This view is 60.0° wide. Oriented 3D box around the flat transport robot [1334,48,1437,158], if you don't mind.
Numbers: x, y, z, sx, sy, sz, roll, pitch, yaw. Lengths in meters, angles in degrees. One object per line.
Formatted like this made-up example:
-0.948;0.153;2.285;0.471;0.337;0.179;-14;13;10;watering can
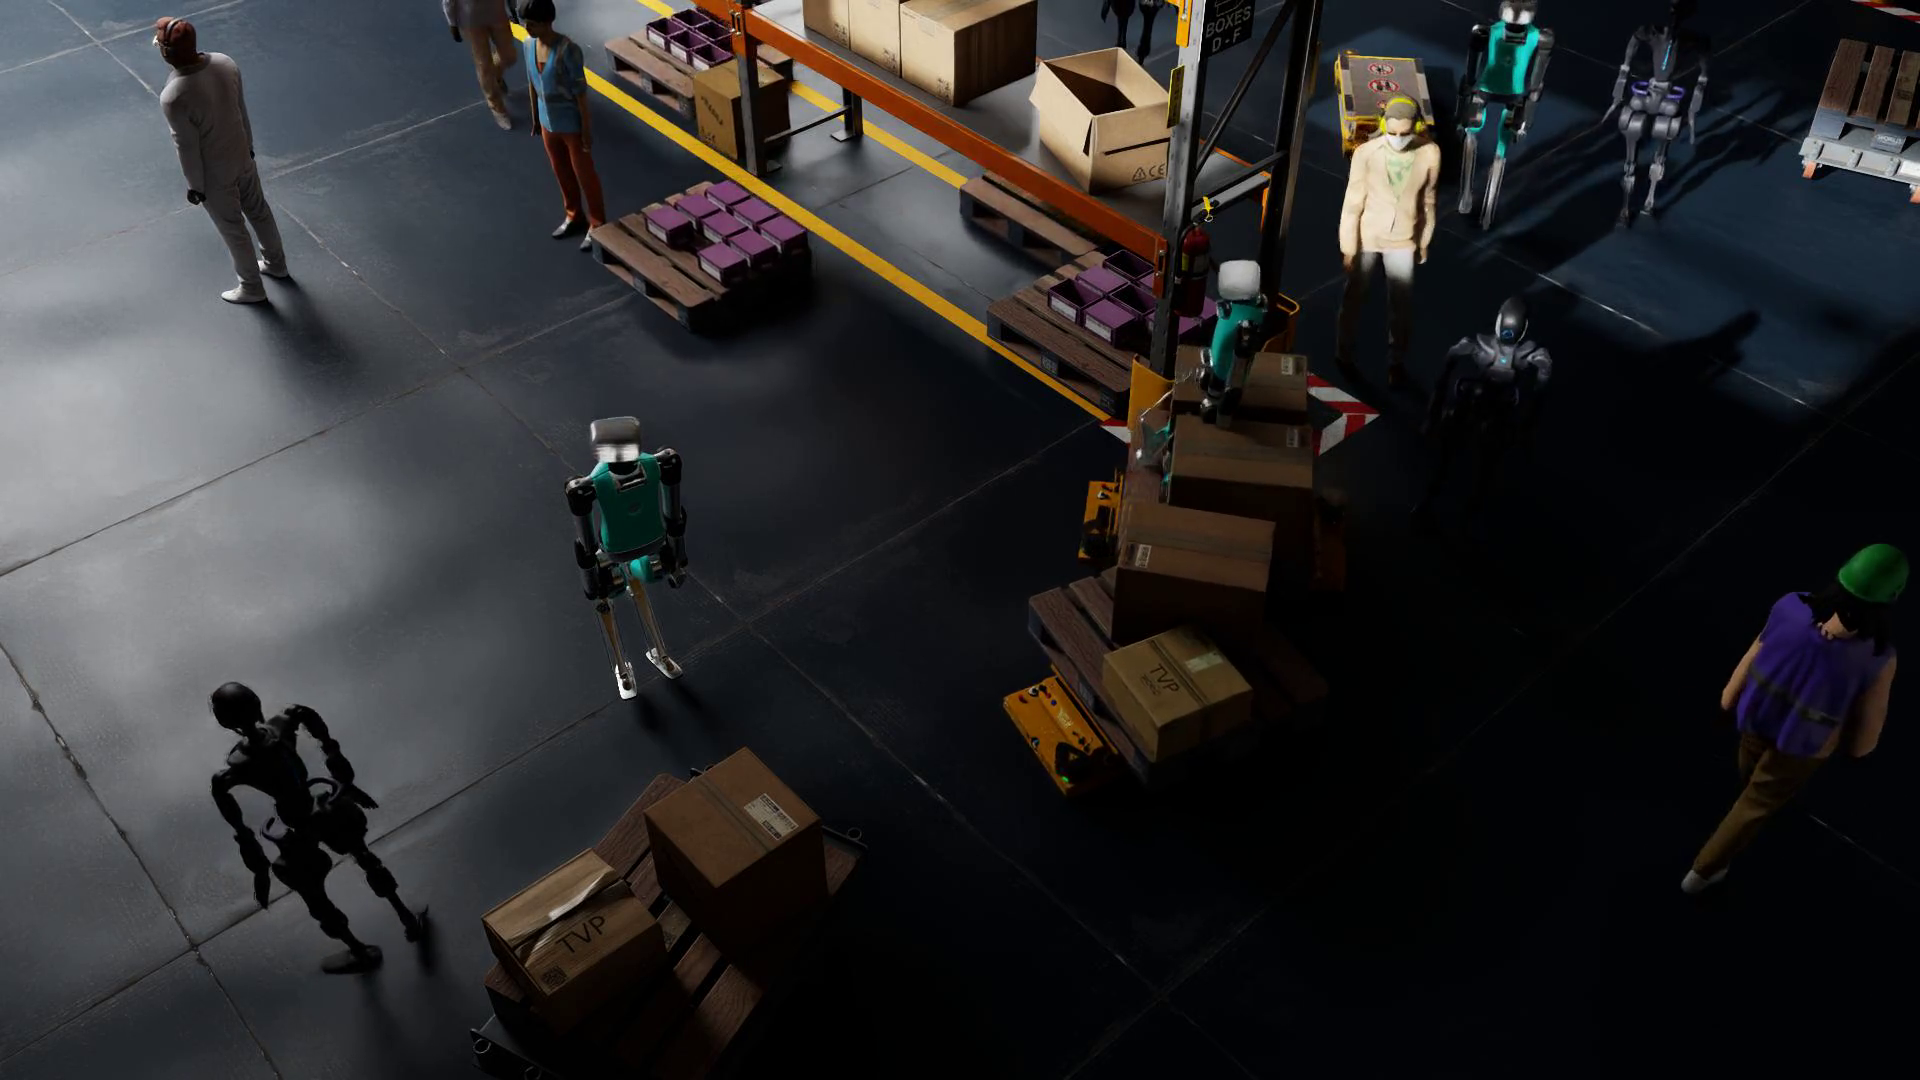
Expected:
3.236;-3.332;12.720;0.659;0.231;1.431;4;43;5;flat transport robot

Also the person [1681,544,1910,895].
3.627;0.730;7.101;0.963;1.881;0.569;-25;48;-25;person

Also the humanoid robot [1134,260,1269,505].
1.186;-0.666;8.761;0.679;1.826;0.531;2;43;2;humanoid robot

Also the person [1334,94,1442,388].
2.517;-1.778;9.851;0.562;1.866;0.446;4;43;5;person

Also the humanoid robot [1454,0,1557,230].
3.577;-2.910;11.168;0.544;1.746;0.792;8;43;9;humanoid robot

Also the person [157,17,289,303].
-4.679;-2.383;10.474;0.414;1.913;0.642;11;44;12;person

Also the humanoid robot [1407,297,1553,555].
2.741;-0.629;8.755;0.612;1.640;0.426;8;43;9;humanoid robot

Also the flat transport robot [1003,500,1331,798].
0.996;0.755;8.274;1.431;0.231;0.659;-19;46;-19;flat transport robot

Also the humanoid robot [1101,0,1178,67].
1.373;-4.153;12.594;0.600;1.647;0.609;-4;43;-4;humanoid robot

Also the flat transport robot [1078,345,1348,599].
1.398;-0.064;9.164;1.431;0.231;0.659;6;43;6;flat transport robot

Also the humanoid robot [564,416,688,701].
-1.611;0.014;7.899;0.533;1.673;0.735;-21;47;-22;humanoid robot

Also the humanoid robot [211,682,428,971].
-2.610;1.194;6.763;0.471;1.644;0.610;20;46;20;humanoid robot

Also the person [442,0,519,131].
-3.549;-3.929;12.287;0.570;1.732;0.540;-27;49;-26;person

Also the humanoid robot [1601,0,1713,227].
4.683;-2.899;11.213;0.612;1.650;0.393;17;45;17;humanoid robot

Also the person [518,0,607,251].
-2.635;-2.766;11.004;0.503;1.759;0.330;22;47;22;person
